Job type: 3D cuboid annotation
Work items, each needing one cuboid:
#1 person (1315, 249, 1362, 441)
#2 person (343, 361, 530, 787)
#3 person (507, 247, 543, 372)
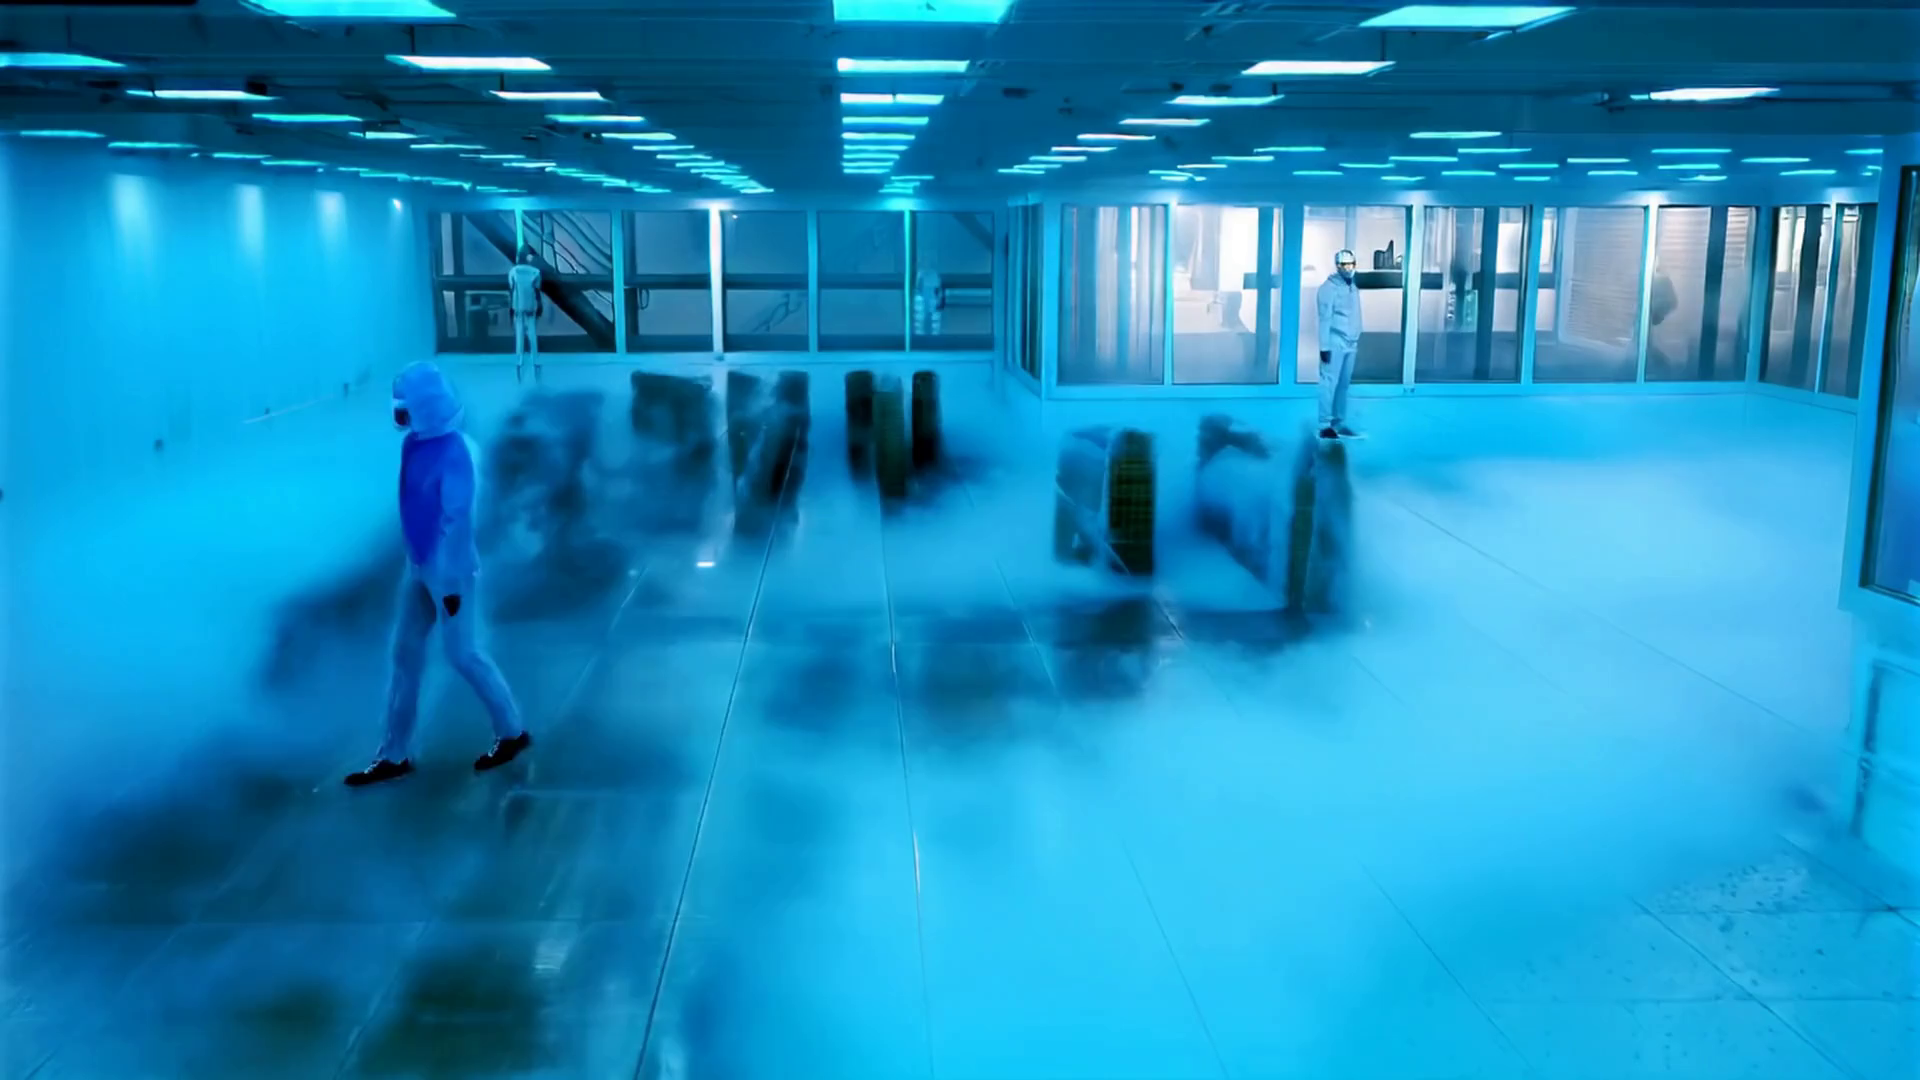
[{"bbox_3d":[3.831,-1.956,16.732,0.410,1.909,0.643,9,14,41],"label":"person"},{"bbox_3d":[-1.989,0.126,6.315,0.698,1.609,0.517,-9,14,-40],"label":"person"},{"bbox_3d":[-6.477,-3.425,24.804,0.502,1.861,0.328,-2,11,-8],"label":"person"}]
